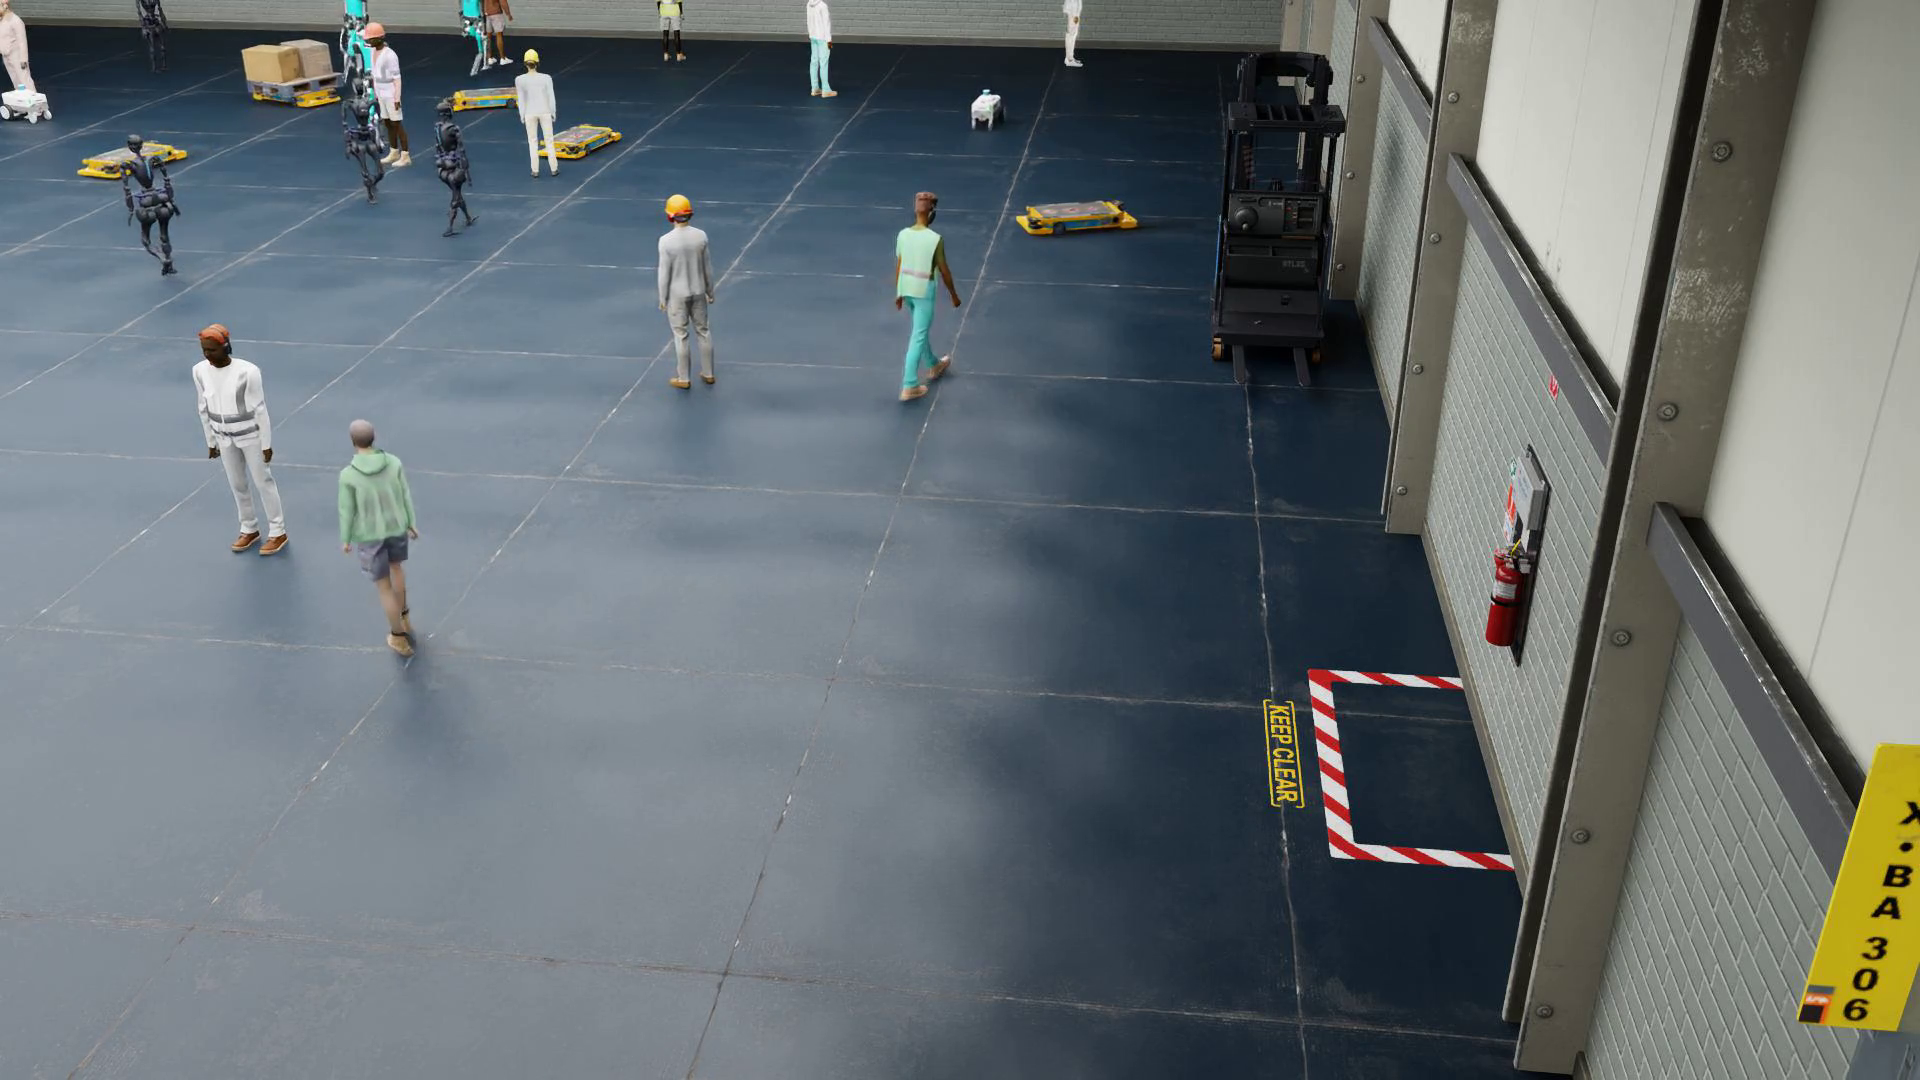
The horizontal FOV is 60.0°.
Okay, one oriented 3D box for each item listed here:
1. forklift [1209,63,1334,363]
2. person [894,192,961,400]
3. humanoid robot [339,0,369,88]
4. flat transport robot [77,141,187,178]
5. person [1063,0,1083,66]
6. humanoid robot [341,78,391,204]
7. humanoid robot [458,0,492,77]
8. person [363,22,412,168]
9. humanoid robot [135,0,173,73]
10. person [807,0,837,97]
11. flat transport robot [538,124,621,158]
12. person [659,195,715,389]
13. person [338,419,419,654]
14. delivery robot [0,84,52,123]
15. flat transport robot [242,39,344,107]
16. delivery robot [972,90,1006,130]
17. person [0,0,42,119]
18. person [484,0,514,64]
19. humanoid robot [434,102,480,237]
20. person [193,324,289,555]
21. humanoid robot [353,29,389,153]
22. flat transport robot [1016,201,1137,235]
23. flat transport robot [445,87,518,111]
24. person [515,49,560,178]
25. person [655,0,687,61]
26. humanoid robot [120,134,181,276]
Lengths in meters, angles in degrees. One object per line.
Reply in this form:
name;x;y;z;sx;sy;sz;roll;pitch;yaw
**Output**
forklift;3.241;-3.477;17.183;1.129;2.768;1.873;3;27;6
person;-0.329;-2.380;16.041;0.535;1.928;0.948;20;33;34
humanoid robot;-10.787;-8.863;29.217;0.543;1.778;0.928;11;29;21
flat transport robot;-12.023;-5.519;24.156;0.659;0.231;1.431;9;28;17
person;2.097;-9.765;30.840;0.380;1.874;0.510;-1;27;-2
humanoid robot;-7.985;-5.359;22.266;0.602;1.638;0.466;-19;32;-33
humanoid robot;-8.610;-9.193;29.877;0.582;1.750;0.990;8;28;15
person;-8.272;-6.400;23.941;0.613;2.038;0.393;22;34;37
humanoid robot;-14.672;-9.364;30.253;0.328;1.653;0.583;10;28;19
person;-2.385;-8.540;28.351;0.491;1.917;0.378;22;34;37
flat transport robot;-5.765;-6.034;25.184;0.659;0.231;1.431;8;28;16
person;-2.649;-2.412;16.150;0.566;1.889;0.385;-16;31;-29
person;-4.082;-0.053;11.606;0.508;1.723;0.601;-22;34;-37
delivery robot;-15.146;-7.059;26.932;0.803;0.614;0.499;13;29;24
flat transport robot;-11.271;-7.553;28.217;1.431;0.231;0.659;16;31;28
delivery robot;0.425;-6.887;26.560;0.499;0.587;0.785;6;27;12
person;-15.290;-7.796;26.870;0.641;1.913;0.413;16;31;29
person;-8.725;-9.804;30.937;0.790;1.856;0.399;8;28;15
humanoid robot;-6.360;-4.708;20.990;0.594;1.630;0.717;18;32;32
person;-5.593;-0.778;12.904;0.566;1.878;0.354;4;27;9
humanoid robot;-8.780;-6.653;24.837;0.530;1.781;0.994;-1;27;-2
flat transport robot;1.498;-4.148;21.420;1.431;0.231;0.659;-6;27;-13
flat transport robot;-7.889;-7.402;27.916;1.431;0.231;0.659;-8;28;-16
person;-5.958;-6.008;23.460;0.524;1.768;0.311;-7;27;-13
person;-5.440;-9.886;31.277;0.540;1.695;0.315;7;27;14
humanoid robot;-9.352;-3.883;19.322;0.461;1.639;0.613;19;32;33
